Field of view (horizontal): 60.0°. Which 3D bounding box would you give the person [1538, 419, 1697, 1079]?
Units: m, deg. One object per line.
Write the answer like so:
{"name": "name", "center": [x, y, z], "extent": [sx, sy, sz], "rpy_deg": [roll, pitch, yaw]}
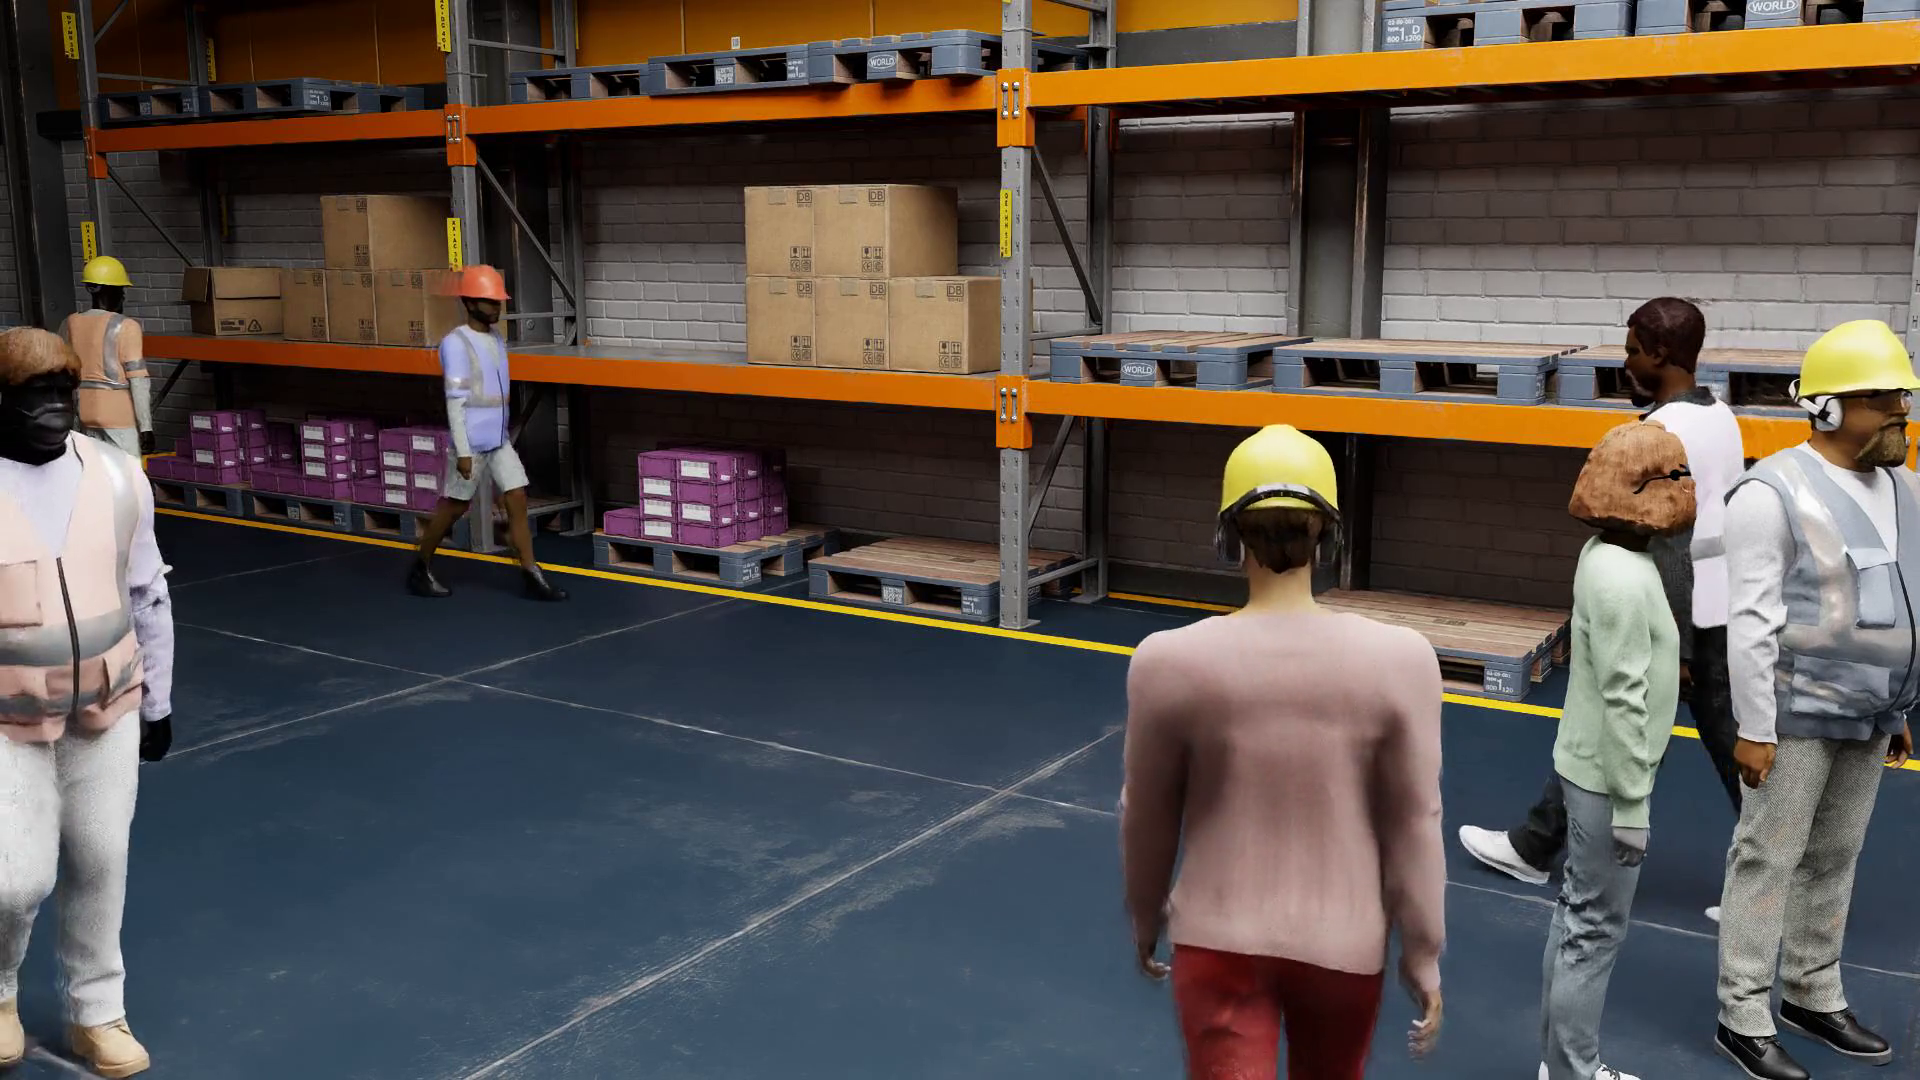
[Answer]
{"name": "person", "center": [1.473, 0.546, 3.727], "extent": [0.283, 1.636, 0.500], "rpy_deg": [3, 11, 16]}

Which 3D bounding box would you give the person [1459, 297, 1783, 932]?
{"name": "person", "center": [2.118, 0.215, 4.972], "extent": [1.052, 1.864, 0.582], "rpy_deg": [10, 14, 44]}

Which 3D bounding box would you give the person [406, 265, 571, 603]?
{"name": "person", "center": [-2.720, -0.585, 9.301], "extent": [0.993, 1.895, 0.563], "rpy_deg": [4, 11, 19]}

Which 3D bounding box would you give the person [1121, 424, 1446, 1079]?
{"name": "person", "center": [0.545, 0.659, 2.879], "extent": [0.536, 1.703, 0.937], "rpy_deg": [1, 10, 7]}

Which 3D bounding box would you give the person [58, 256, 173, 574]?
{"name": "person", "center": [-5.075, -0.726, 9.966], "extent": [0.591, 1.926, 0.387], "rpy_deg": [3, 11, 18]}

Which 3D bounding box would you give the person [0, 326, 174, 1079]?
{"name": "person", "center": [-2.169, 0.411, 3.942], "extent": [0.431, 1.825, 0.641], "rpy_deg": [8, 13, 36]}

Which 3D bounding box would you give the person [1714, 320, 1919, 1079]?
{"name": "person", "center": [2.088, 0.395, 4.005], "extent": [0.590, 1.837, 0.404], "rpy_deg": [-5, 12, -27]}
